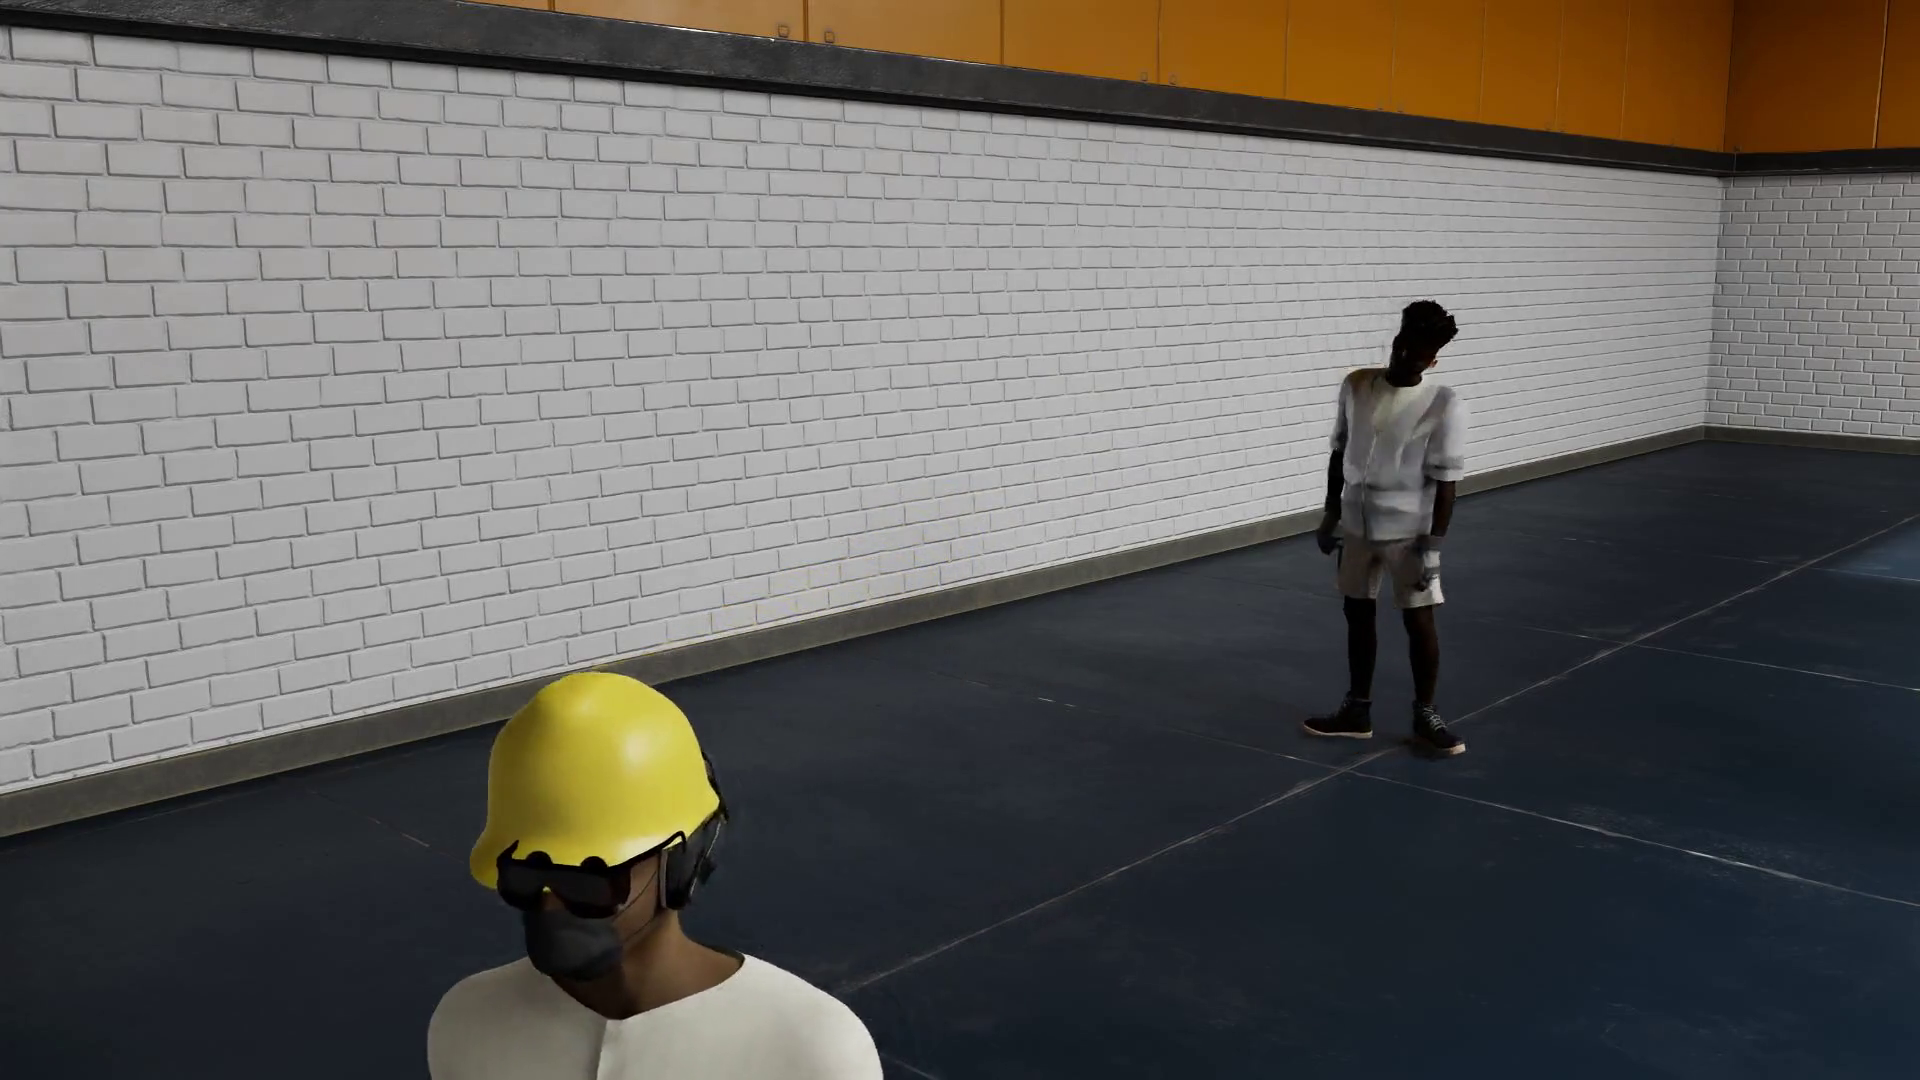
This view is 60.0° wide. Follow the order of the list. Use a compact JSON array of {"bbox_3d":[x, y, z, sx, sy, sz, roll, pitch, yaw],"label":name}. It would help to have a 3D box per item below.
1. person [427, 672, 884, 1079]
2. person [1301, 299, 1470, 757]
[{"bbox_3d":[-0.305,0.963,1.781,0.522,1.727,0.888,2,10,11],"label":"person"},{"bbox_3d":[1.797,-0.048,7.012,0.369,1.924,0.716,-9,13,-40],"label":"person"}]
